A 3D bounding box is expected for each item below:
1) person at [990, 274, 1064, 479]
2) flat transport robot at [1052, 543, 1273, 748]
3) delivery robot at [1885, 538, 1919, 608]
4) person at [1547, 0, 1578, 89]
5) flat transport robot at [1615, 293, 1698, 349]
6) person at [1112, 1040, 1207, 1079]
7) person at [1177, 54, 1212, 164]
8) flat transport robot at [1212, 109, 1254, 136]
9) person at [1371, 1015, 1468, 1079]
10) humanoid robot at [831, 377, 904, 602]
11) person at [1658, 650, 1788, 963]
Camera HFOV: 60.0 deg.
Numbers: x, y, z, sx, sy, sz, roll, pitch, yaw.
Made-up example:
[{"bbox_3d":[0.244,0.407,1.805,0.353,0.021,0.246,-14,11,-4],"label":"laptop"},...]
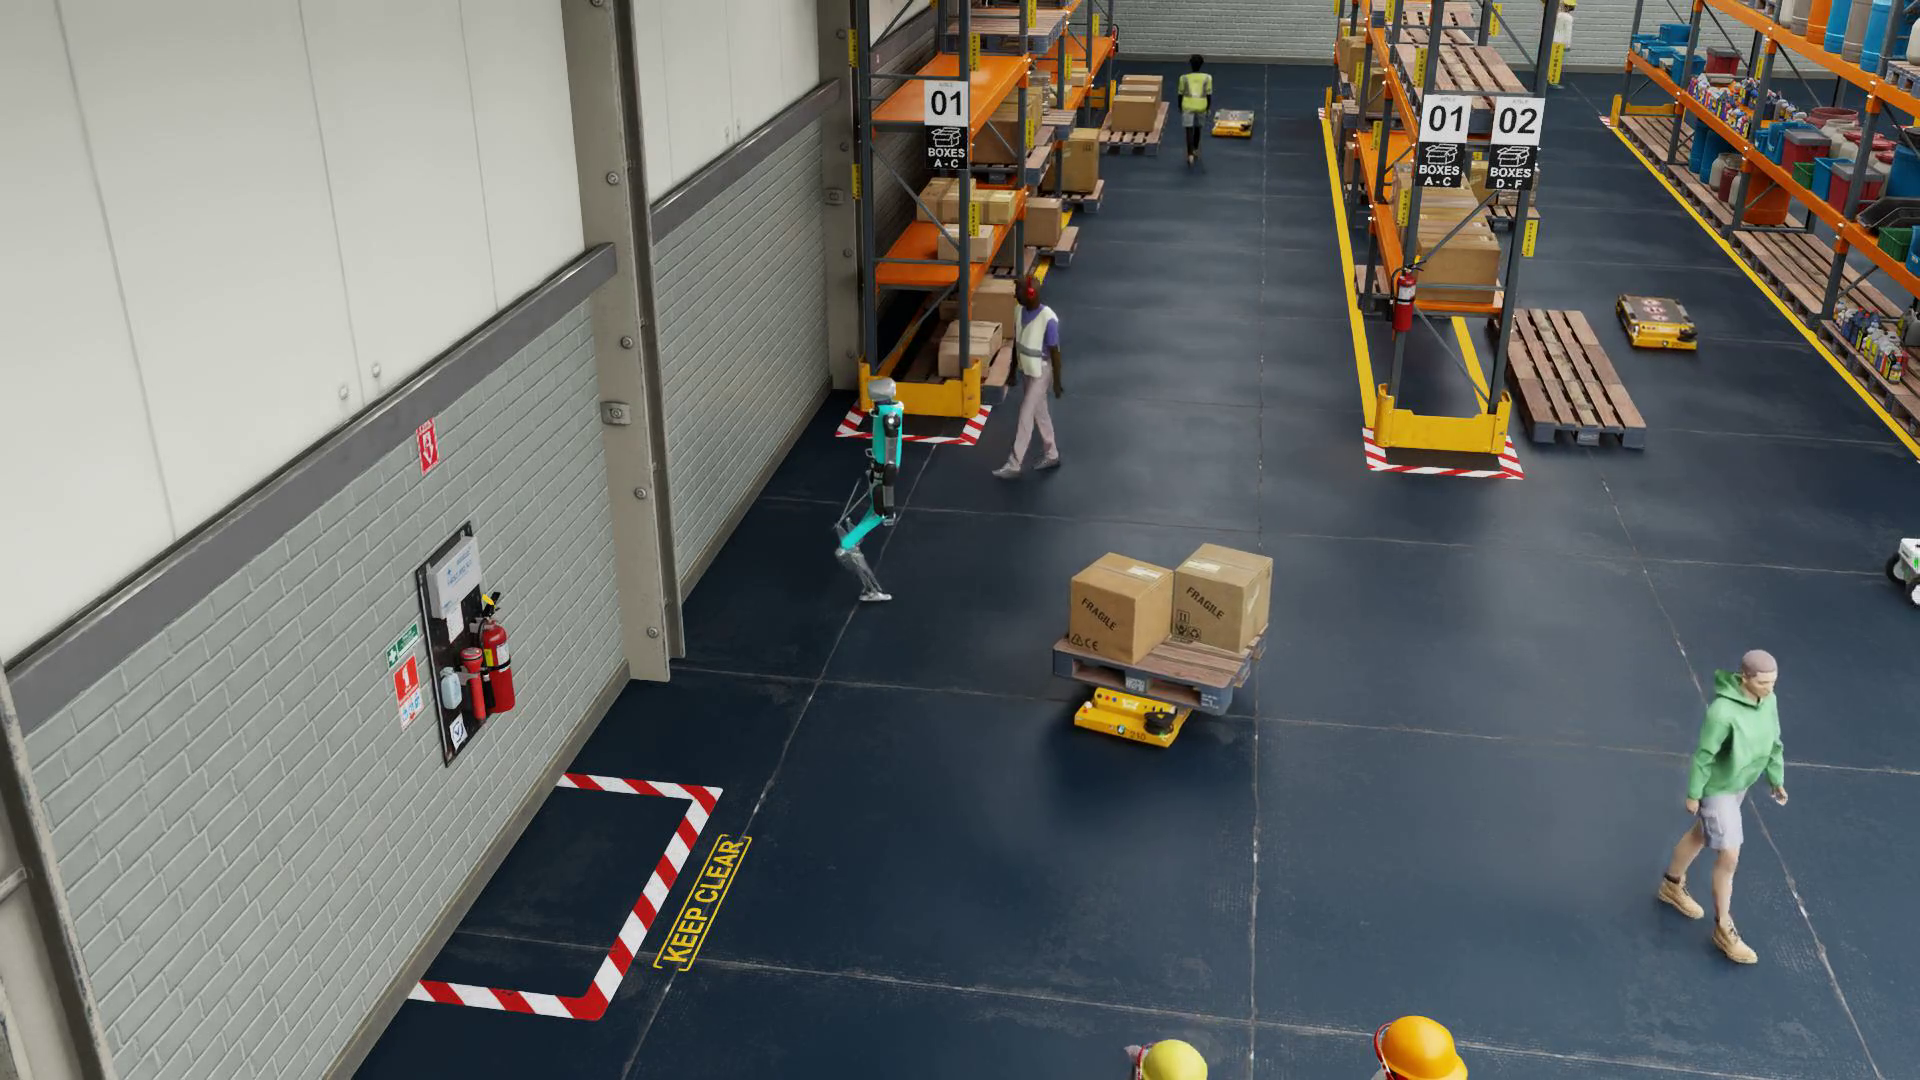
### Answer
[{"bbox_3d":[0.547,-1.420,14.582,0.881,1.800,0.585,-14,28,-27],"label":"person"},{"bbox_3d":[1.351,0.936,11.354,0.659,0.231,1.431,12,27,23],"label":"flat transport robot"},{"bbox_3d":[7.476,0.207,12.585,0.783,0.601,0.499,3,25,7],"label":"delivery robot"},{"bbox_3d":[11.679,-9.625,32.195,0.377,1.755,0.545,-4,25,-8],"label":"person"},{"bbox_3d":[7.770,-2.445,18.591,0.659,0.231,1.431,5,26,11],"label":"flat transport robot"},{"bbox_3d":[0.696,2.551,6.183,0.573,1.730,0.442,-1,25,-2],"label":"person"},{"bbox_3d":[3.700,-6.851,26.360,0.542,1.649,0.860,1,25,2],"label":"person"},{"bbox_3d":[4.748,-7.245,28.864,0.659,0.231,1.431,5,25,10],"label":"flat transport robot"},{"bbox_3d":[1.571,2.498,6.104,0.386,1.890,0.560,14,28,27],"label":"person"},{"bbox_3d":[-0.736,-0.308,12.289,0.670,1.806,0.538,-4,25,-9],"label":"humanoid robot"},{"bbox_3d":[4.119,1.364,8.724,0.497,1.708,0.798,-15,29,-29],"label":"person"}]
